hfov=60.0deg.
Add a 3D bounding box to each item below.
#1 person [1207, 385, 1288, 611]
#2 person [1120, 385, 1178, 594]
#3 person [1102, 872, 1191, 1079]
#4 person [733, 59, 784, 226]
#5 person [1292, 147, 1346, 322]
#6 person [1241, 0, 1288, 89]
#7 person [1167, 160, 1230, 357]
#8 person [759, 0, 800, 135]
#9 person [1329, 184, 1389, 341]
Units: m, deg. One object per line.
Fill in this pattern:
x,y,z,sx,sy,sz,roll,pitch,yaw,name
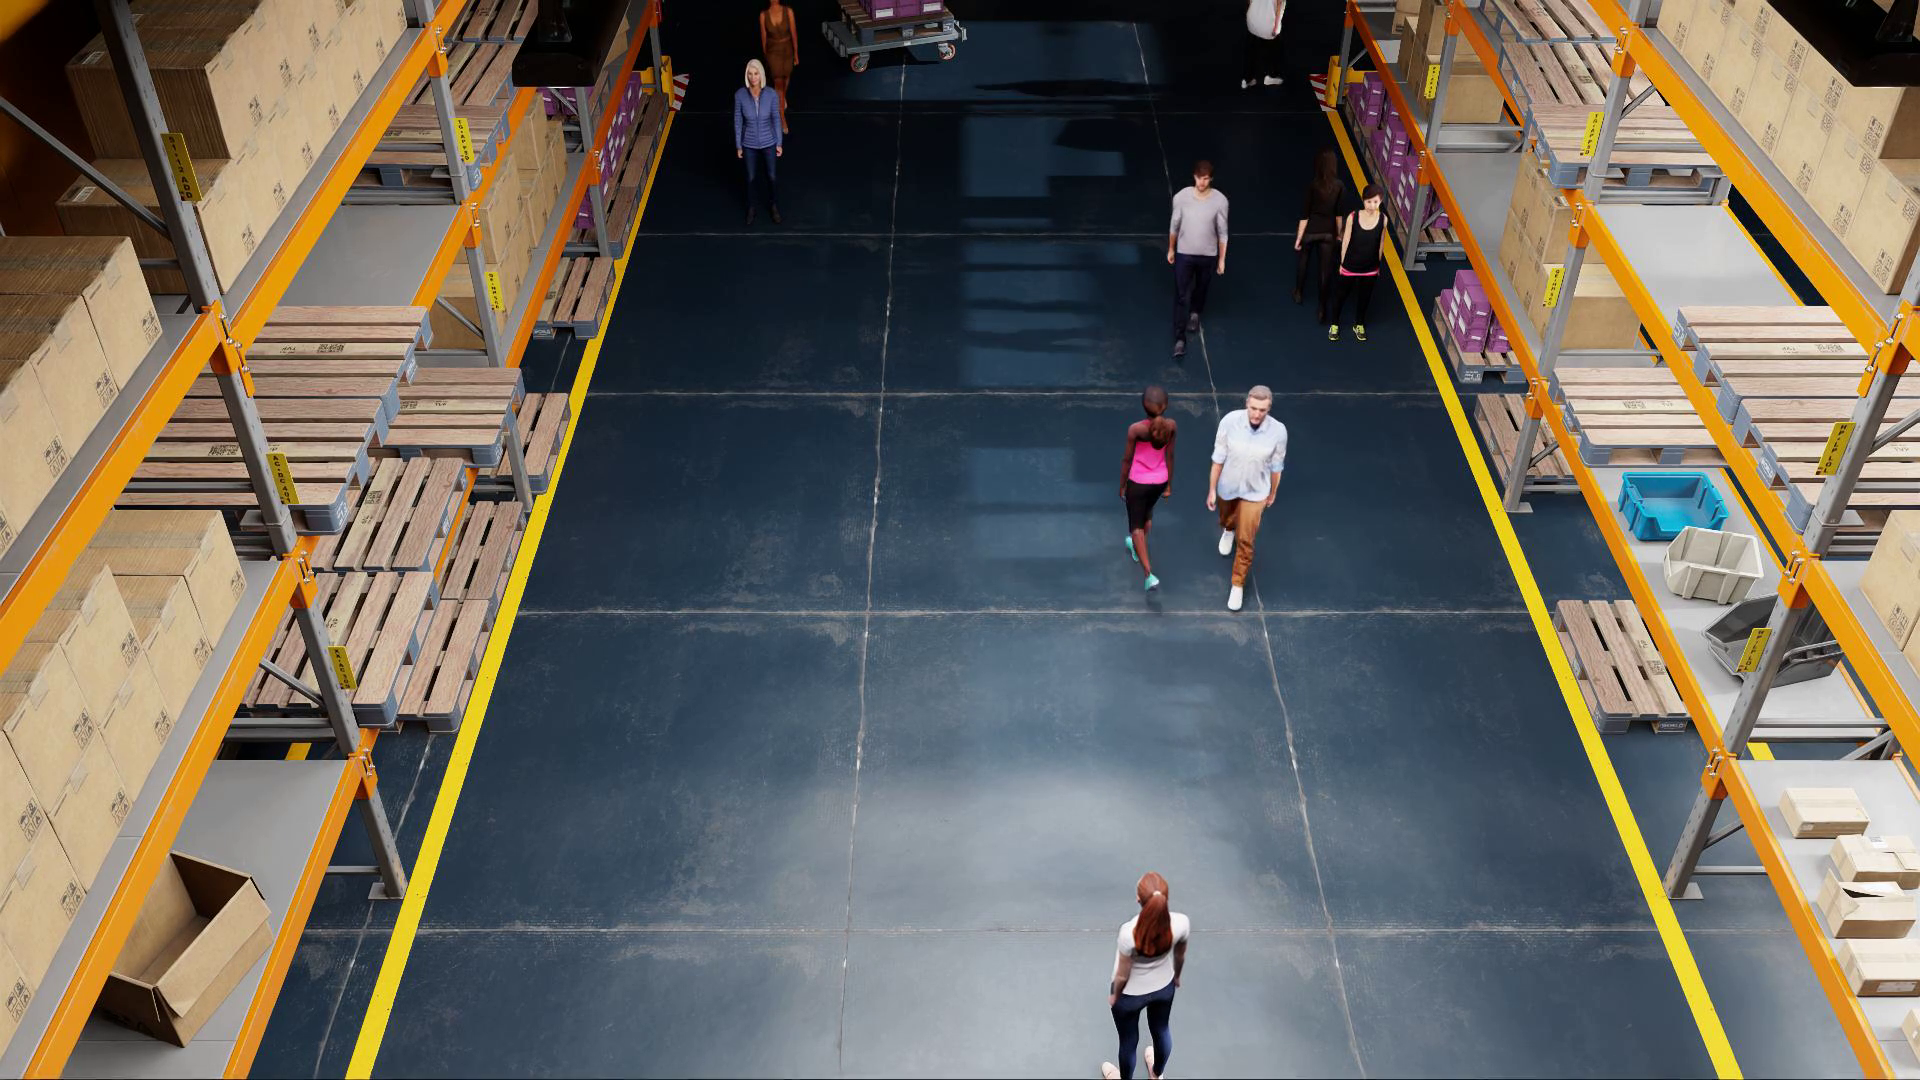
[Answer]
2.118,-0.443,12.471,0.927,1.795,1.239,12,40,15,person
1.422,-0.374,12.460,0.715,1.702,1.093,-8,39,-10,person
0.999,2.412,8.941,0.626,1.739,0.628,-12,40,-15,person
-2.069,-4.104,17.097,0.664,1.745,0.569,-4,39,-5,person
3.387,-2.838,15.629,0.642,1.598,0.835,-2,39,-2,person
3.577,-6.155,19.724,0.909,1.671,0.848,-29,47,-31,person
2.178,-2.650,15.238,0.798,1.792,1.176,5,39,6,person
-2.050,-5.558,19.002,0.751,1.639,1.149,-9,39,-11,person
3.695,-2.572,15.333,0.545,1.552,0.514,2,39,2,person
